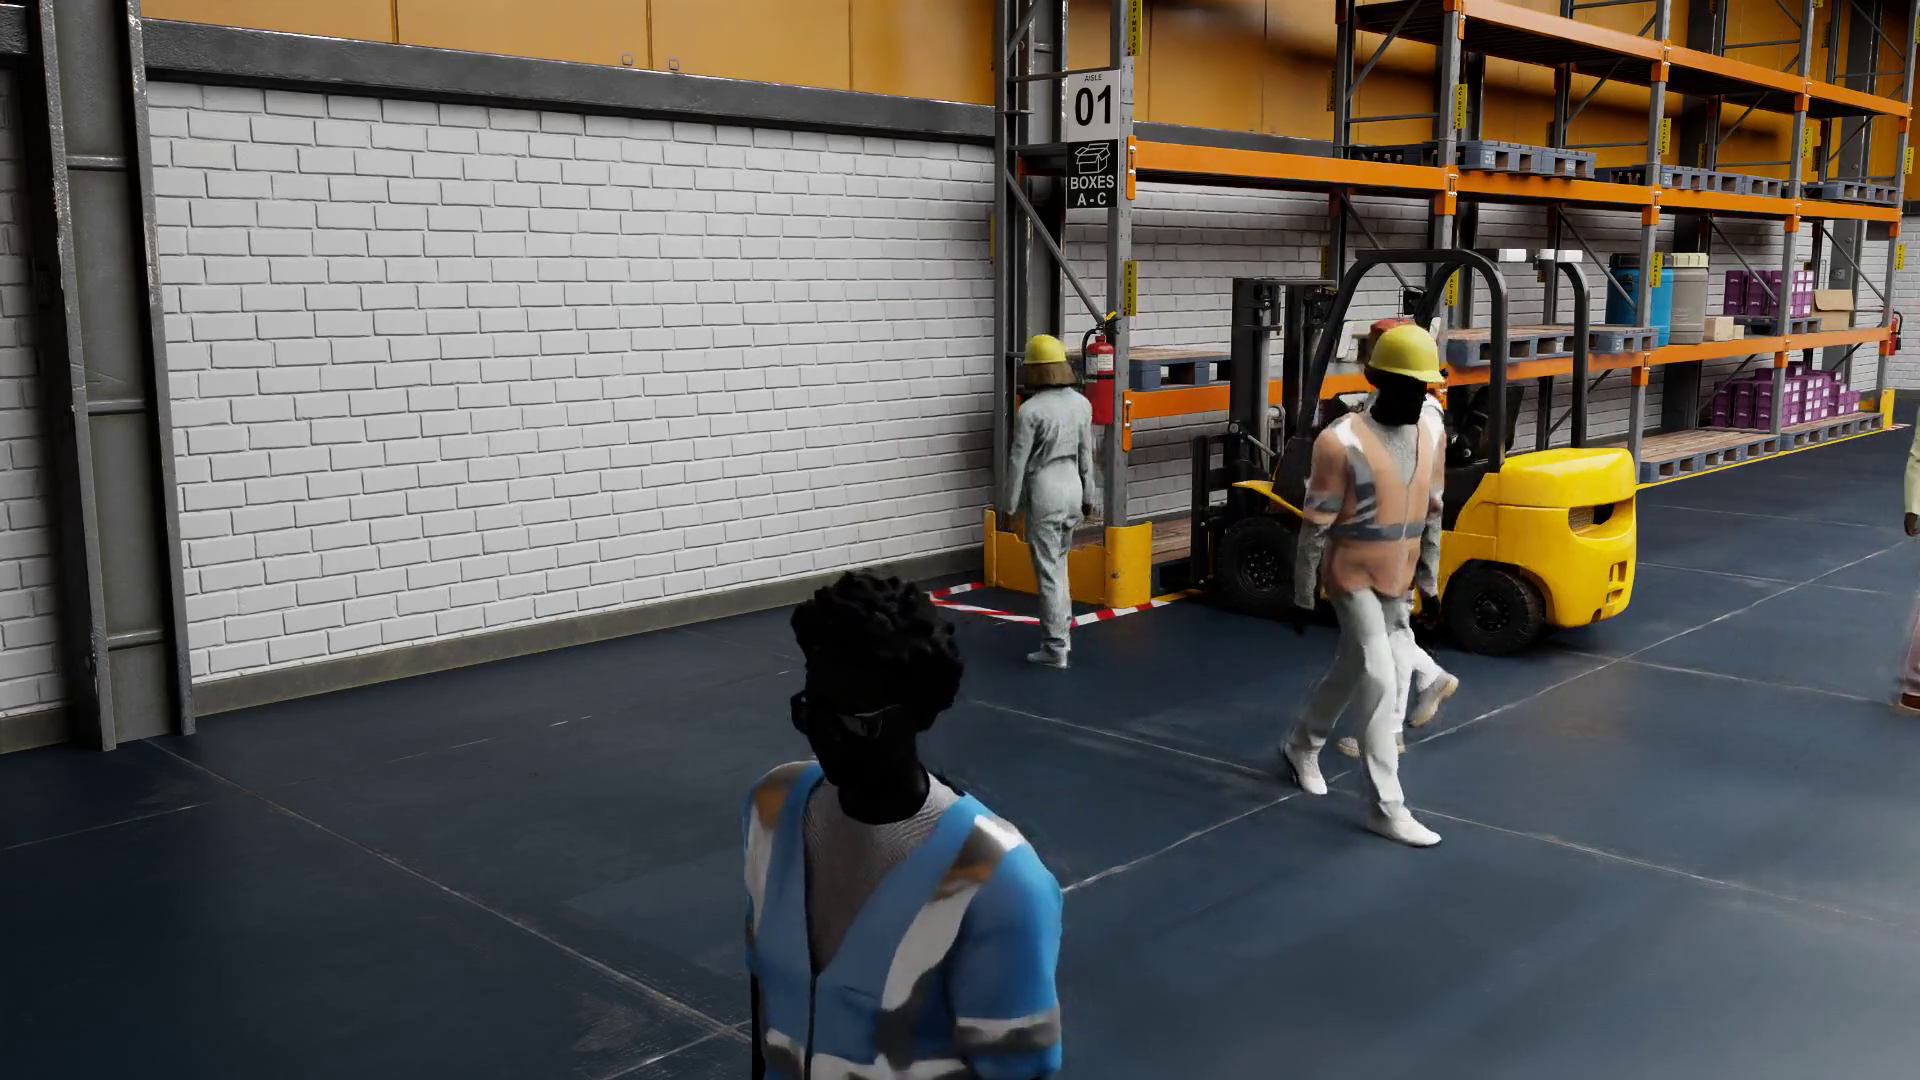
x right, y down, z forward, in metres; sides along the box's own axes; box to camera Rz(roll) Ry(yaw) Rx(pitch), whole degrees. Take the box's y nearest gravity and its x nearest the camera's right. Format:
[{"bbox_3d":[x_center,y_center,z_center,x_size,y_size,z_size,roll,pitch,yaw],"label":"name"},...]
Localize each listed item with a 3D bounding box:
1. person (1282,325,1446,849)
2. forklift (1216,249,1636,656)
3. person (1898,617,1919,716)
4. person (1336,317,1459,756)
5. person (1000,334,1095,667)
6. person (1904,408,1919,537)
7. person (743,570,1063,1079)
[{"bbox_3d":[1.484,0.129,6.241,0.588,1.881,0.933,-6,11,-32],"label":"person"},{"bbox_3d":[2.710,-0.584,9.626,2.313,2.155,1.214,9,13,43],"label":"forklift"},{"bbox_3d":[4.579,-0.115,7.488,0.548,1.948,0.636,6,11,34],"label":"person"},{"bbox_3d":[1.897,-0.007,7.074,0.517,1.872,0.578,-2,10,-14],"label":"person"},{"bbox_3d":[0.418,-0.206,8.689,0.513,1.726,0.490,-8,12,-39],"label":"person"},{"bbox_3d":[5.117,-0.182,8.411,0.618,1.777,0.924,6,11,35],"label":"person"},{"bbox_3d":[-0.099,0.865,2.272,0.550,1.681,0.385,7,12,38],"label":"person"}]
